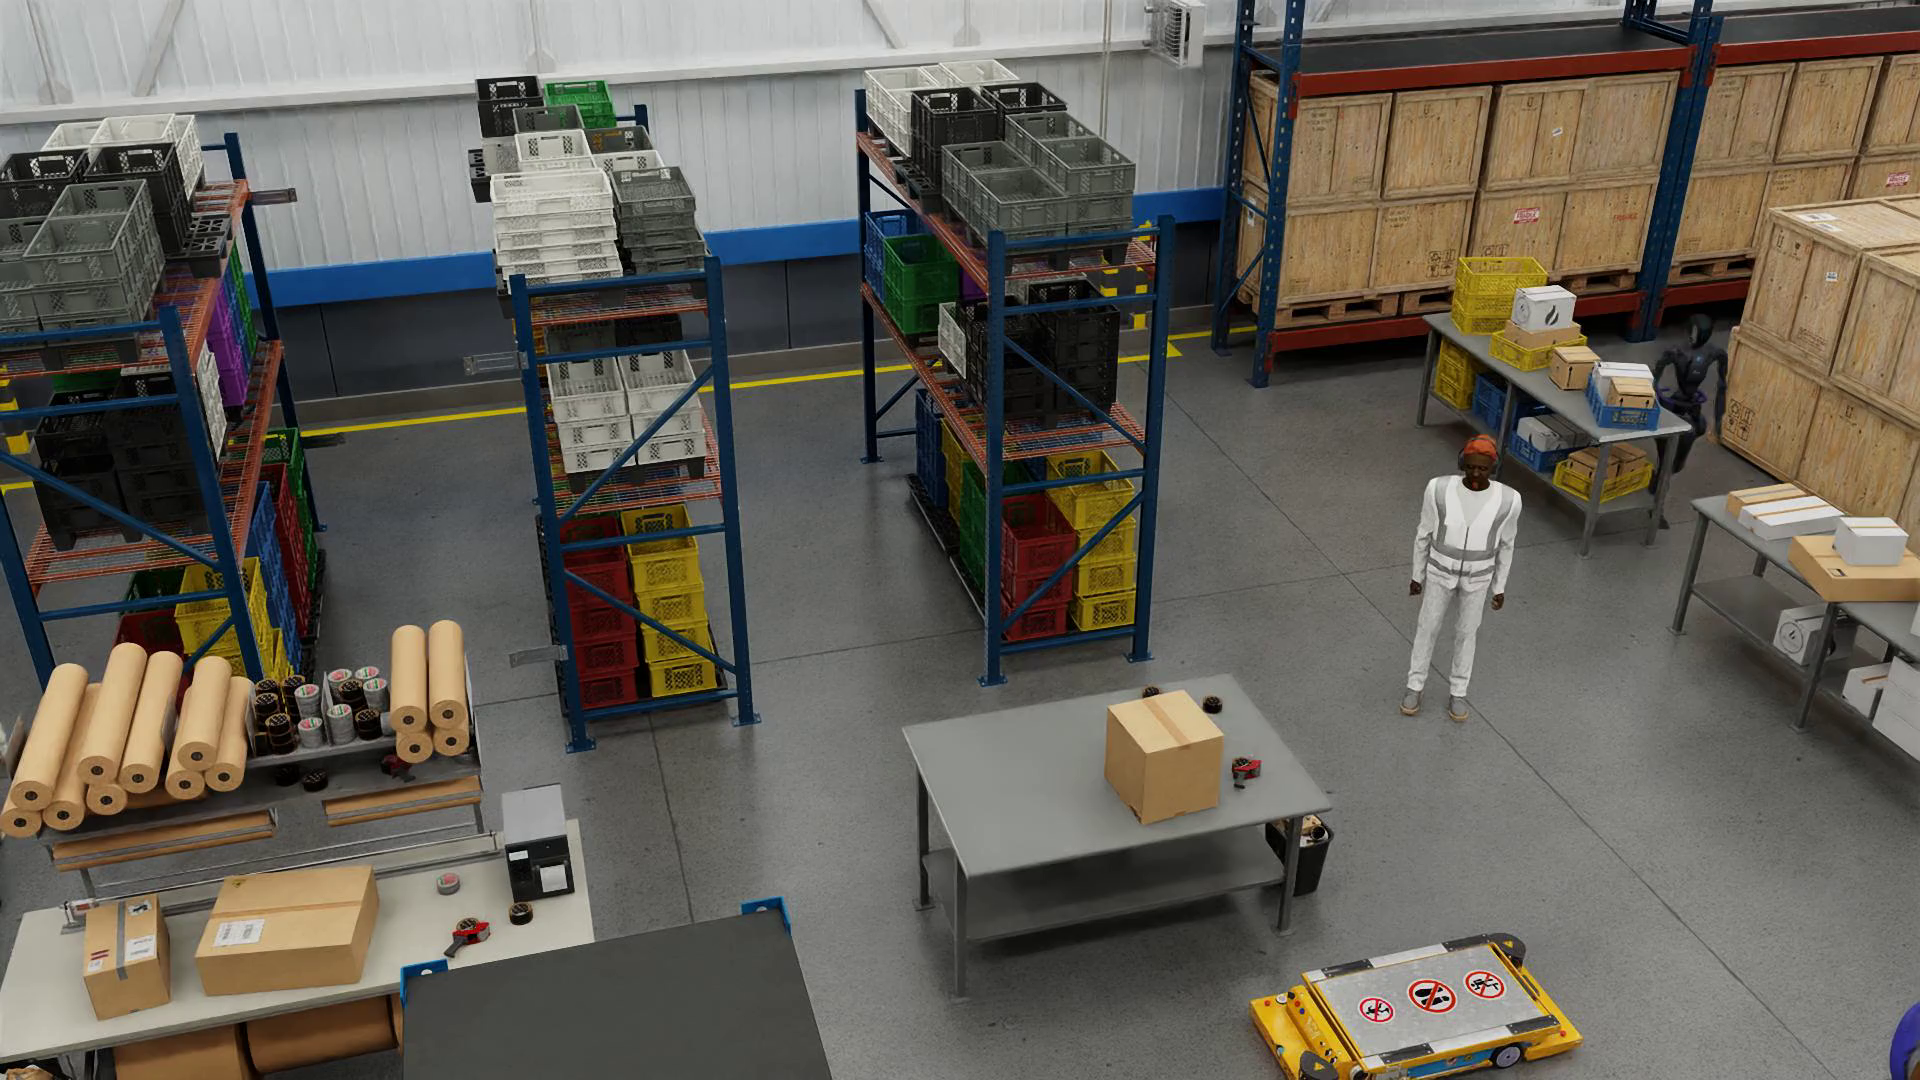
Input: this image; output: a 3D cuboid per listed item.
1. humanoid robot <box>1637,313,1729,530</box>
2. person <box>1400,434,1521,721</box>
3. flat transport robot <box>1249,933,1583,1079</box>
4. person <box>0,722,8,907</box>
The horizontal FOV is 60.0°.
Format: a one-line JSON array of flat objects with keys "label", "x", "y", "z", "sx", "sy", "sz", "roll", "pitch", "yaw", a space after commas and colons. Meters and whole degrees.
[{"label": "humanoid robot", "x": 5.388, "y": -0.958, "z": 12.480, "sx": 0.581, "sy": 1.646, "sz": 0.690, "roll": -1, "pitch": 29, "yaw": -1}, {"label": "person", "x": 3.015, "y": 0.234, "z": 10.061, "sx": 0.571, "sy": 1.882, "sz": 0.356, "roll": 8, "pitch": 30, "yaw": 14}, {"label": "flat transport robot", "x": 2.184, "y": 2.282, "z": 7.980, "sx": 1.431, "sy": 0.197, "sz": 0.652, "roll": -8, "pitch": 30, "yaw": -14}, {"label": "person", "x": -5.252, "y": 1.118, "z": 8.618, "sx": 0.540, "sy": 1.720, "sz": 0.879, "roll": -7, "pitch": 30, "yaw": -12}]
